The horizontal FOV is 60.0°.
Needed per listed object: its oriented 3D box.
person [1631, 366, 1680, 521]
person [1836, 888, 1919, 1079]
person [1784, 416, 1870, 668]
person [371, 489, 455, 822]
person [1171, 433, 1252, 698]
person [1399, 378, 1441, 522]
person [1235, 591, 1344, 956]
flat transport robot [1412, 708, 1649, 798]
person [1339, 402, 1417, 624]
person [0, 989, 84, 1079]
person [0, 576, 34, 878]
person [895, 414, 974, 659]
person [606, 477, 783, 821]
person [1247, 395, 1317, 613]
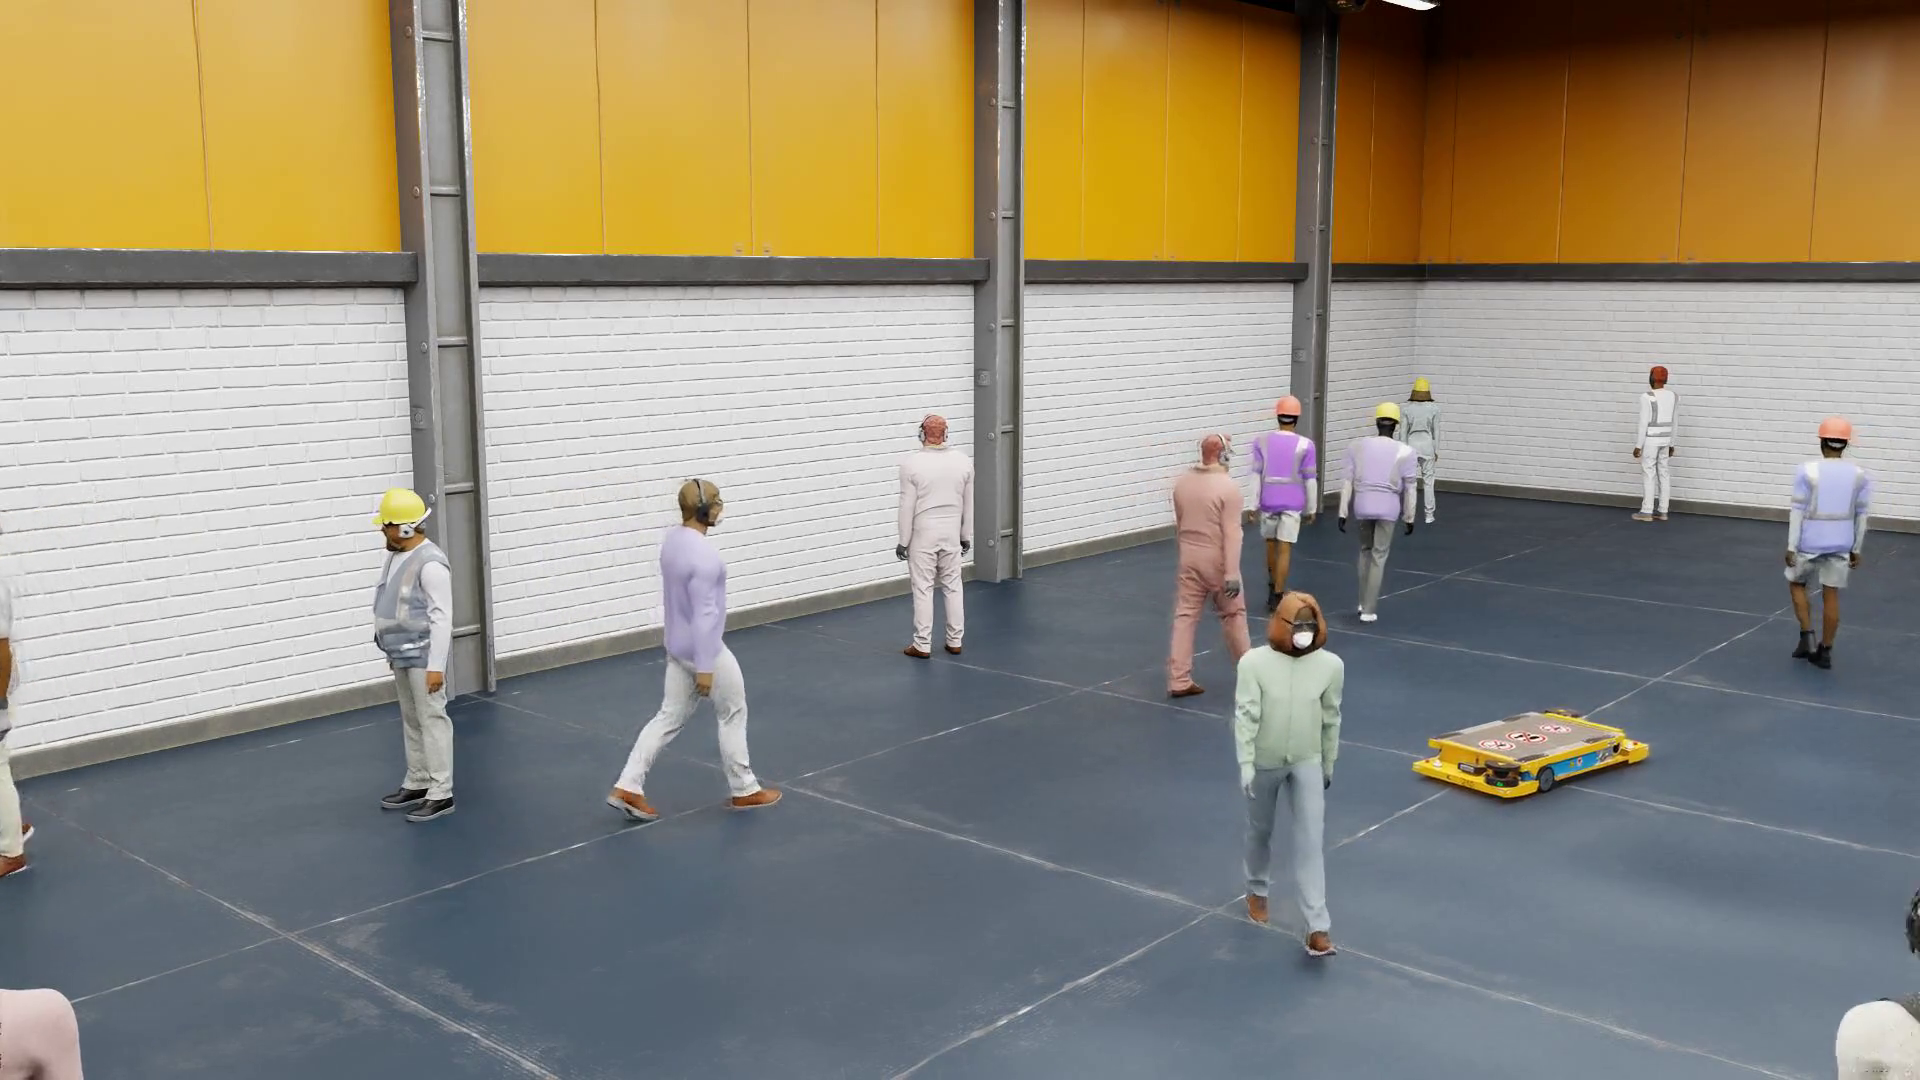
[{"bbox_3d":[8.440,-1.168,20.185,0.584,1.882,0.339,-3,10,-20],"label":"person"},{"bbox_3d":[2.041,1.541,3.384,0.510,1.826,0.707,1,9,6],"label":"person"},{"bbox_3d":[6.569,0.015,12.643,0.566,1.916,0.442,1,9,9],"label":"person"},{"bbox_3d":[-2.995,0.622,9.125,0.404,1.827,0.588,-7,12,-39],"label":"person"},{"bbox_3d":[1.863,0.171,11.810,0.932,1.863,0.674,-7,11,-38],"label":"person"},{"bbox_3d":[5.537,-1.079,20.065,0.486,1.744,0.310,2,9,14],"label":"person"},{"bbox_3d":[1.459,1.022,7.373,0.505,1.588,0.870,0,9,-1],"label":"person"},{"bbox_3d":[3.440,1.260,9.985,1.431,0.197,0.652,-7,11,-36],"label":"flat transport robot"},{"bbox_3d":[3.626,-0.246,14.352,0.623,1.887,0.763,4,10,26],"label":"person"},{"bbox_3d":[-2.167,1.526,3.631,0.523,1.769,0.319,-5,10,-28],"label":"person"},{"bbox_3d":[-4.804,0.771,8.108,0.538,1.850,0.396,6,11,31],"label":"person"},{"bbox_3d":[-0.212,-0.030,12.969,0.655,1.906,0.407,-5,10,-28],"label":"person"},{"bbox_3d":[-1.481,0.598,9.059,0.976,1.901,0.639,-5,10,-30],"label":"person"},{"bbox_3d":[2.914,-0.335,14.854,0.582,1.909,0.822,4,10,25],"label":"person"}]
